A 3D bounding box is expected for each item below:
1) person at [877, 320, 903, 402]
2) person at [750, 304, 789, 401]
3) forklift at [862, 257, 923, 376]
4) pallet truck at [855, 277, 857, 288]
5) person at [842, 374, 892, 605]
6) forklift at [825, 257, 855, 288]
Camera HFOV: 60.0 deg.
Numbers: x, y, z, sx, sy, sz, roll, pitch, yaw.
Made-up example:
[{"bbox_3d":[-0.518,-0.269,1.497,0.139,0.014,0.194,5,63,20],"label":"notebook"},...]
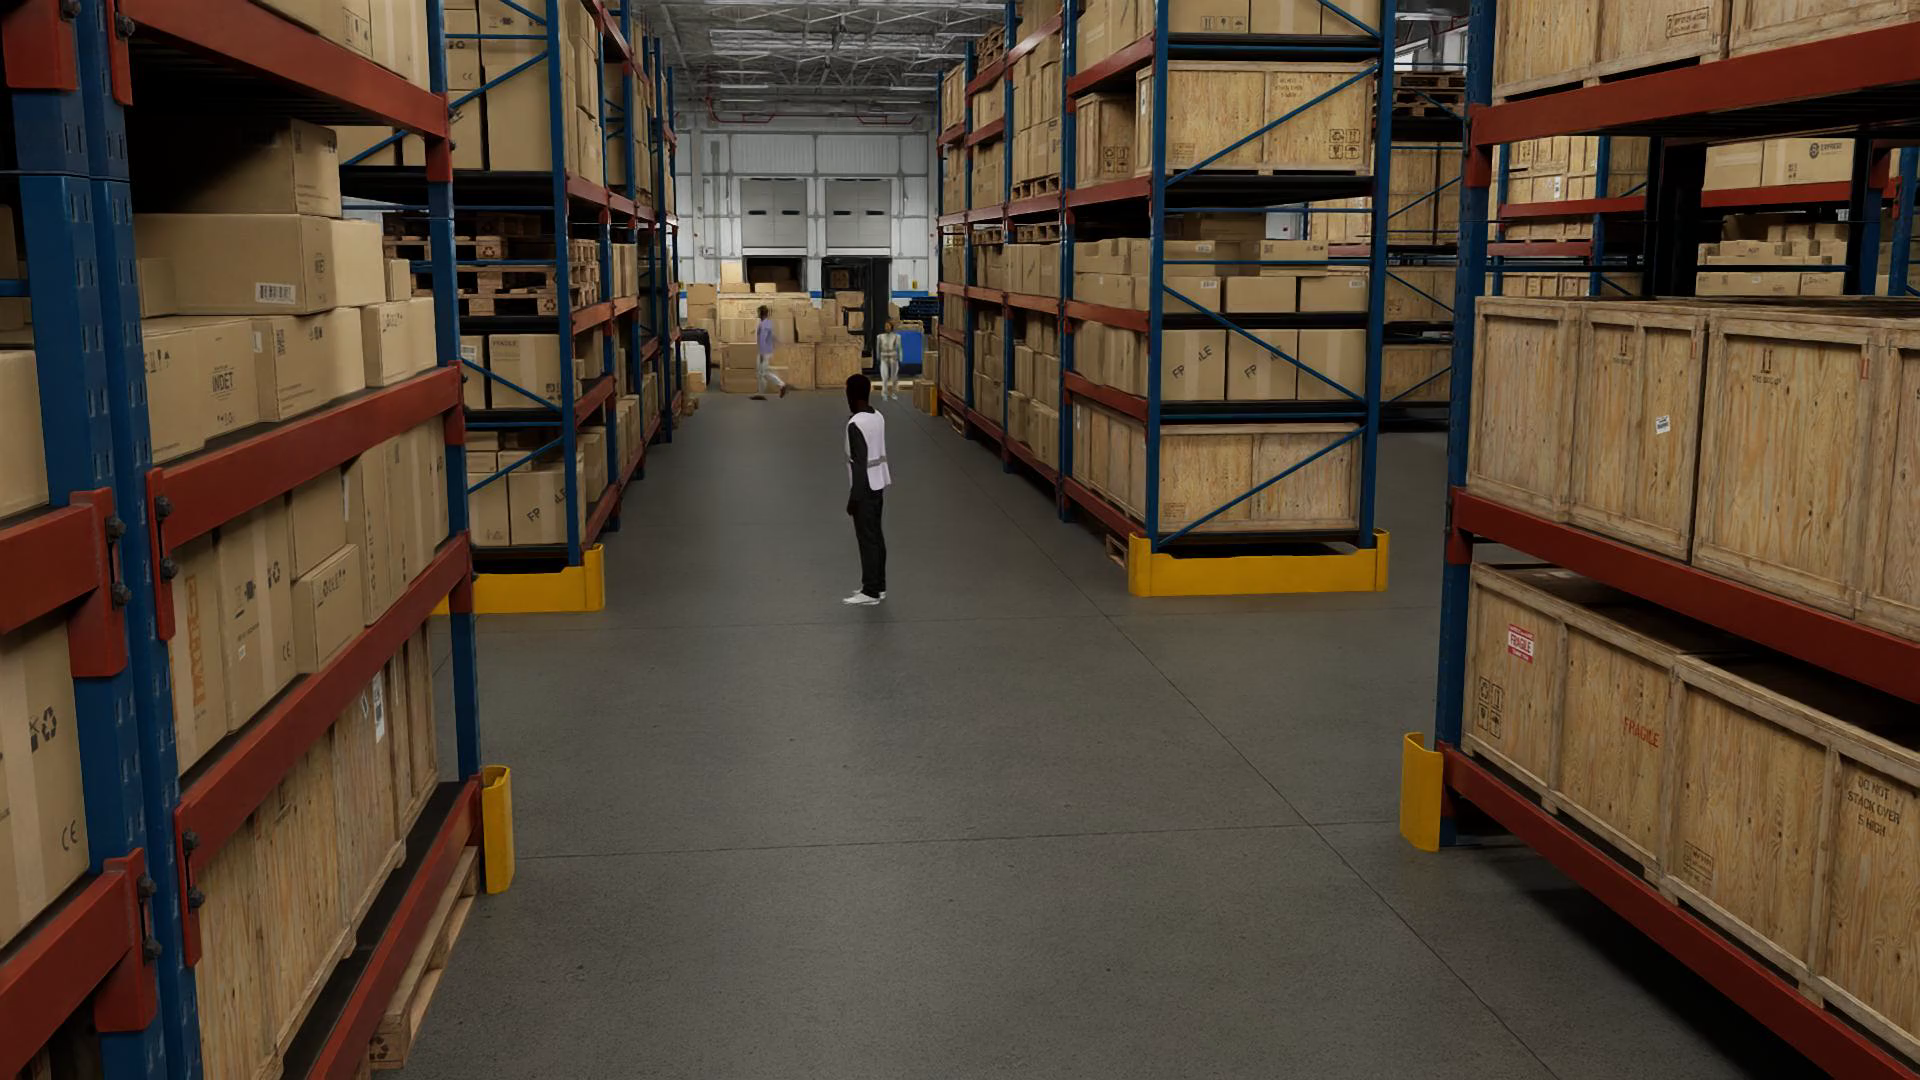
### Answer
[{"bbox_3d":[-1.381,-3.556,32.977,0.524,1.606,0.829,1,10,6],"label":"person"},{"bbox_3d":[-3.800,-3.700,32.911,0.716,1.917,0.636,0,10,1],"label":"person"},{"bbox_3d":[-1.865,-5.324,39.560,1.873,2.768,1.129,-1,10,-7],"label":"forklift"},{"bbox_3d":[-3.782,-9.391,65.808,1.885,1.965,0.823,2,10,10],"label":"pallet truck"},{"bbox_3d":[-0.777,-0.414,13.792,0.393,1.913,0.590,3,10,14],"label":"person"},{"bbox_3d":[-3.492,-6.850,48.444,1.129,2.768,1.873,-1,10,-7],"label":"forklift"}]
